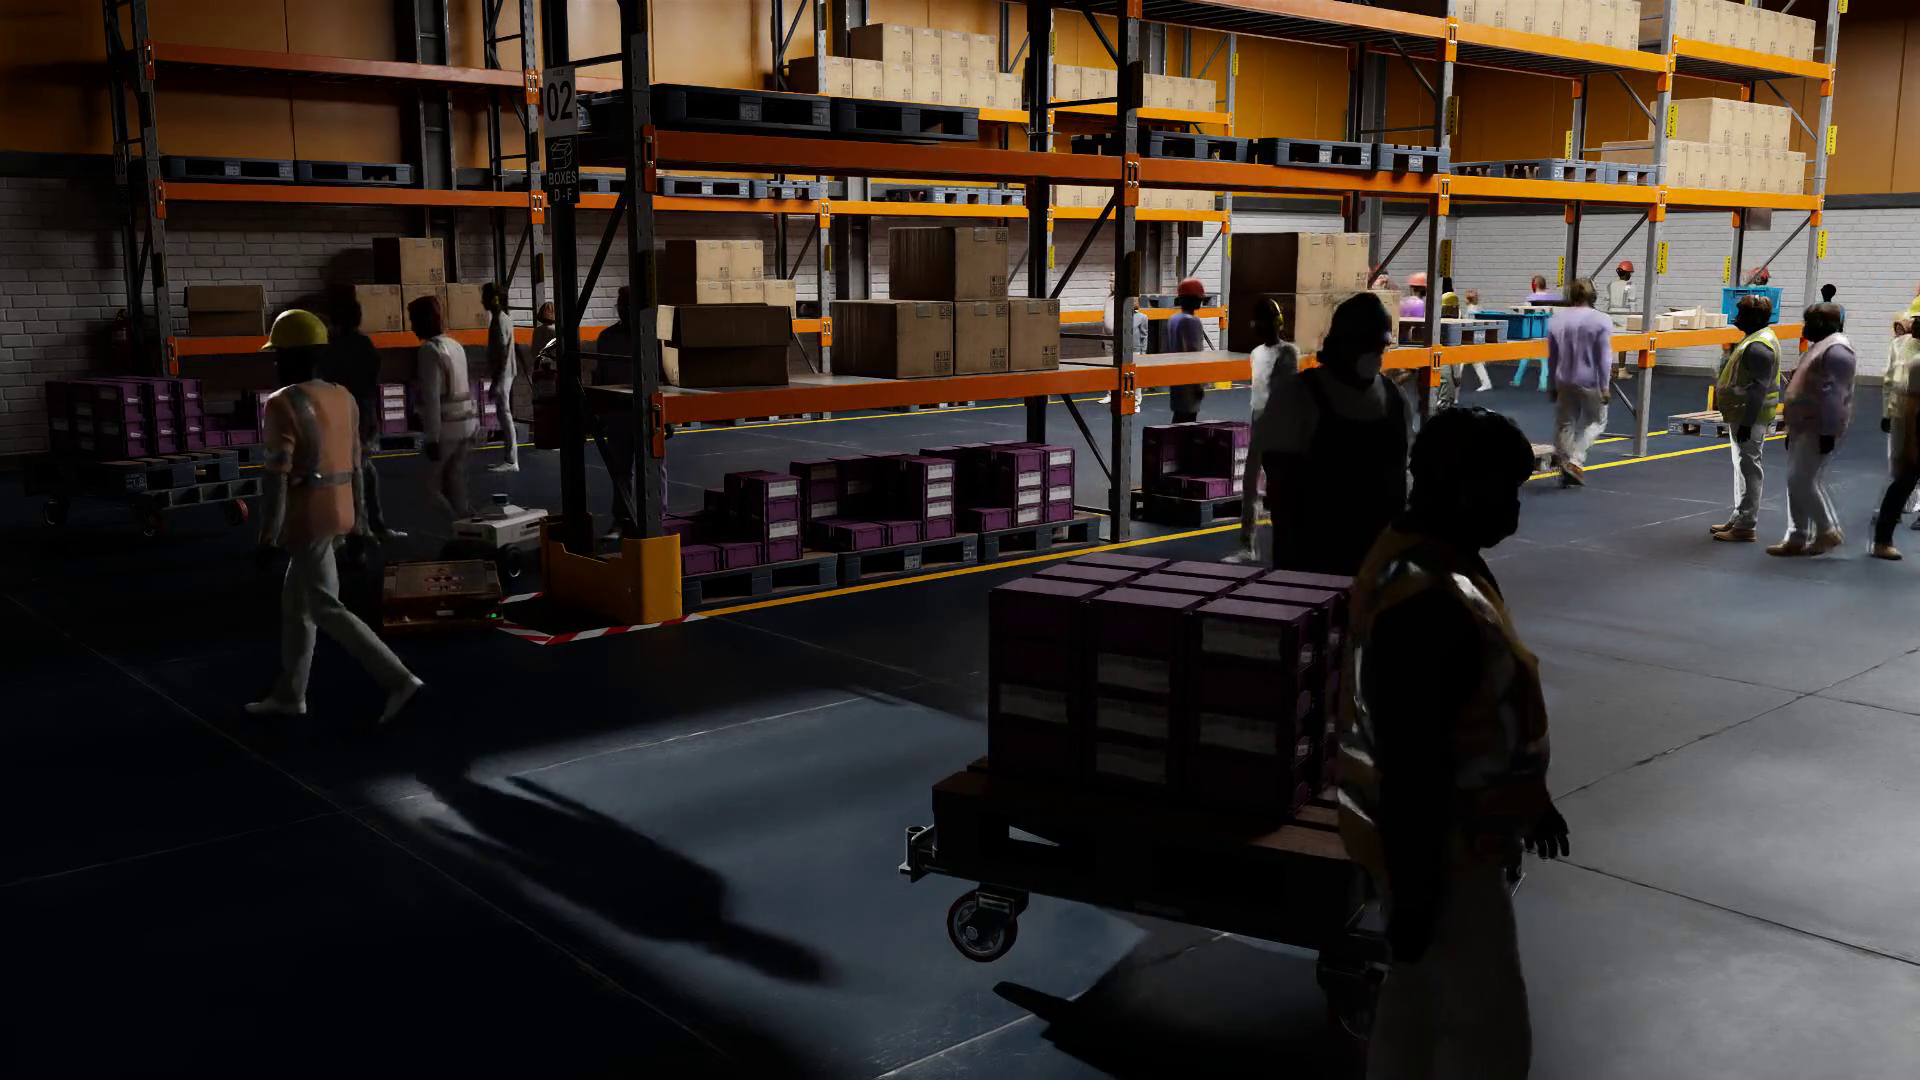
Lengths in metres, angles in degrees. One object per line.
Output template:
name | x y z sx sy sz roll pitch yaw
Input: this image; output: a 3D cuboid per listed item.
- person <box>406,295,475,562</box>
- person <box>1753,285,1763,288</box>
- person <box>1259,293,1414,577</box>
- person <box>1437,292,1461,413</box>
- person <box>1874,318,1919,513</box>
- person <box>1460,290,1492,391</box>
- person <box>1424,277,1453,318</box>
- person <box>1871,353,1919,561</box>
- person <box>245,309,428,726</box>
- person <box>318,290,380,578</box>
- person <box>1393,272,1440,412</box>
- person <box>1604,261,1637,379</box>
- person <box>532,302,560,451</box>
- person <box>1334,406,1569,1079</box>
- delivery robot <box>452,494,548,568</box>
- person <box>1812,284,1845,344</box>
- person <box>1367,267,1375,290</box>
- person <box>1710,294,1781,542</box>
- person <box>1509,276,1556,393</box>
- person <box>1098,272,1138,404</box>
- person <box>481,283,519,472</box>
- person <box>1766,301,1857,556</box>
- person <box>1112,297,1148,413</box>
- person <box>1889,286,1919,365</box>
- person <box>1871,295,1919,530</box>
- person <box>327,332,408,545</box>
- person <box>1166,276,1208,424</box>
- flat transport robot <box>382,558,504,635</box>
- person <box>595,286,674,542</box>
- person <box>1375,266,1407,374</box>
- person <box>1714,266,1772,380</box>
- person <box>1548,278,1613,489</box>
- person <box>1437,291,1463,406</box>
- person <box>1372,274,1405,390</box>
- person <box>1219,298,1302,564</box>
person | -3.487 -0.707 11.198 0.423 1.862 0.619 1 10 7
person | 10.060 -2.345 21.168 0.449 1.785 0.531 3 10 19
person | 1.569 -0.063 6.910 0.696 2.000 1.036 -2 10 -13
person | 5.246 -1.810 18.030 0.318 1.738 0.484 -6 11 -32
person | 7.759 -1.007 13.655 0.373 1.626 0.510 1 10 5
person | 7.988 -3.119 26.112 0.841 1.593 0.530 3 10 15
person | 5.449 -2.080 19.071 0.392 1.920 0.587 2 10 13
person | 6.641 -0.689 11.320 0.545 1.791 1.011 -2 10 -10
person | -2.863 -0.089 7.504 0.903 1.897 0.602 1 10 7
person | -4.031 -0.693 11.032 0.690 1.904 0.435 8 13 39
person | 6.092 -2.669 22.552 0.852 1.908 0.557 0 10 2
person | 11.453 -3.804 28.803 0.394 2.042 0.611 -6 11 -31
person | -4.493 -1.790 18.238 0.497 1.629 0.277 8 13 40
person | 1.044 0.635 3.463 0.530 1.816 0.641 2 10 12
delivery robot | -3.025 -0.063 10.976 0.477 0.478 0.707 3 10 19
person | 13.273 -3.072 25.531 0.533 1.697 0.319 2 10 11
person | 4.525 -2.136 19.118 0.617 2.015 0.789 6 11 32
person | 5.868 -0.906 12.428 0.429 1.844 0.626 4 10 21
person | 9.017 -3.225 26.114 0.563 1.801 0.915 -2 10 -9
person | 2.241 -2.877 23.775 0.402 1.906 0.652 -7 12 -36
person | -4.541 -1.593 16.400 0.334 1.865 0.552 -3 10 -14
person | 6.004 -0.762 11.696 0.438 1.813 0.670 1 10 8
person | 2.306 -2.548 22.641 0.500 1.636 0.281 4 10 21
person | 9.914 -1.726 17.083 0.552 1.886 0.980 0 10 3
person | 7.468 -0.994 12.964 0.403 1.832 0.594 -6 11 -30
person | -4.452 -0.757 12.234 0.755 1.596 0.500 -8 12 -38
person | 2.192 -1.555 15.948 0.365 1.937 0.548 -4 10 -22
flat transport robot | -3.084 0.310 9.898 0.652 0.197 1.431 -3 10 -17
person | -2.412 -0.926 12.351 0.642 1.909 0.399 2 10 14
person | 7.671 -3.963 30.040 0.824 1.950 0.580 2 10 10
person | 12.957 -3.515 27.349 0.836 1.967 0.619 6 11 30
person | 5.647 -1.414 15.148 0.433 1.926 0.655 -8 12 -38
person | 6.942 -2.722 23.643 0.515 1.641 0.314 -8 12 -37
person | 5.777 -2.660 22.557 0.615 1.886 0.666 -3 10 -18
person | 2.223 -0.755 11.556 0.821 1.849 0.520 -6 11 -32
